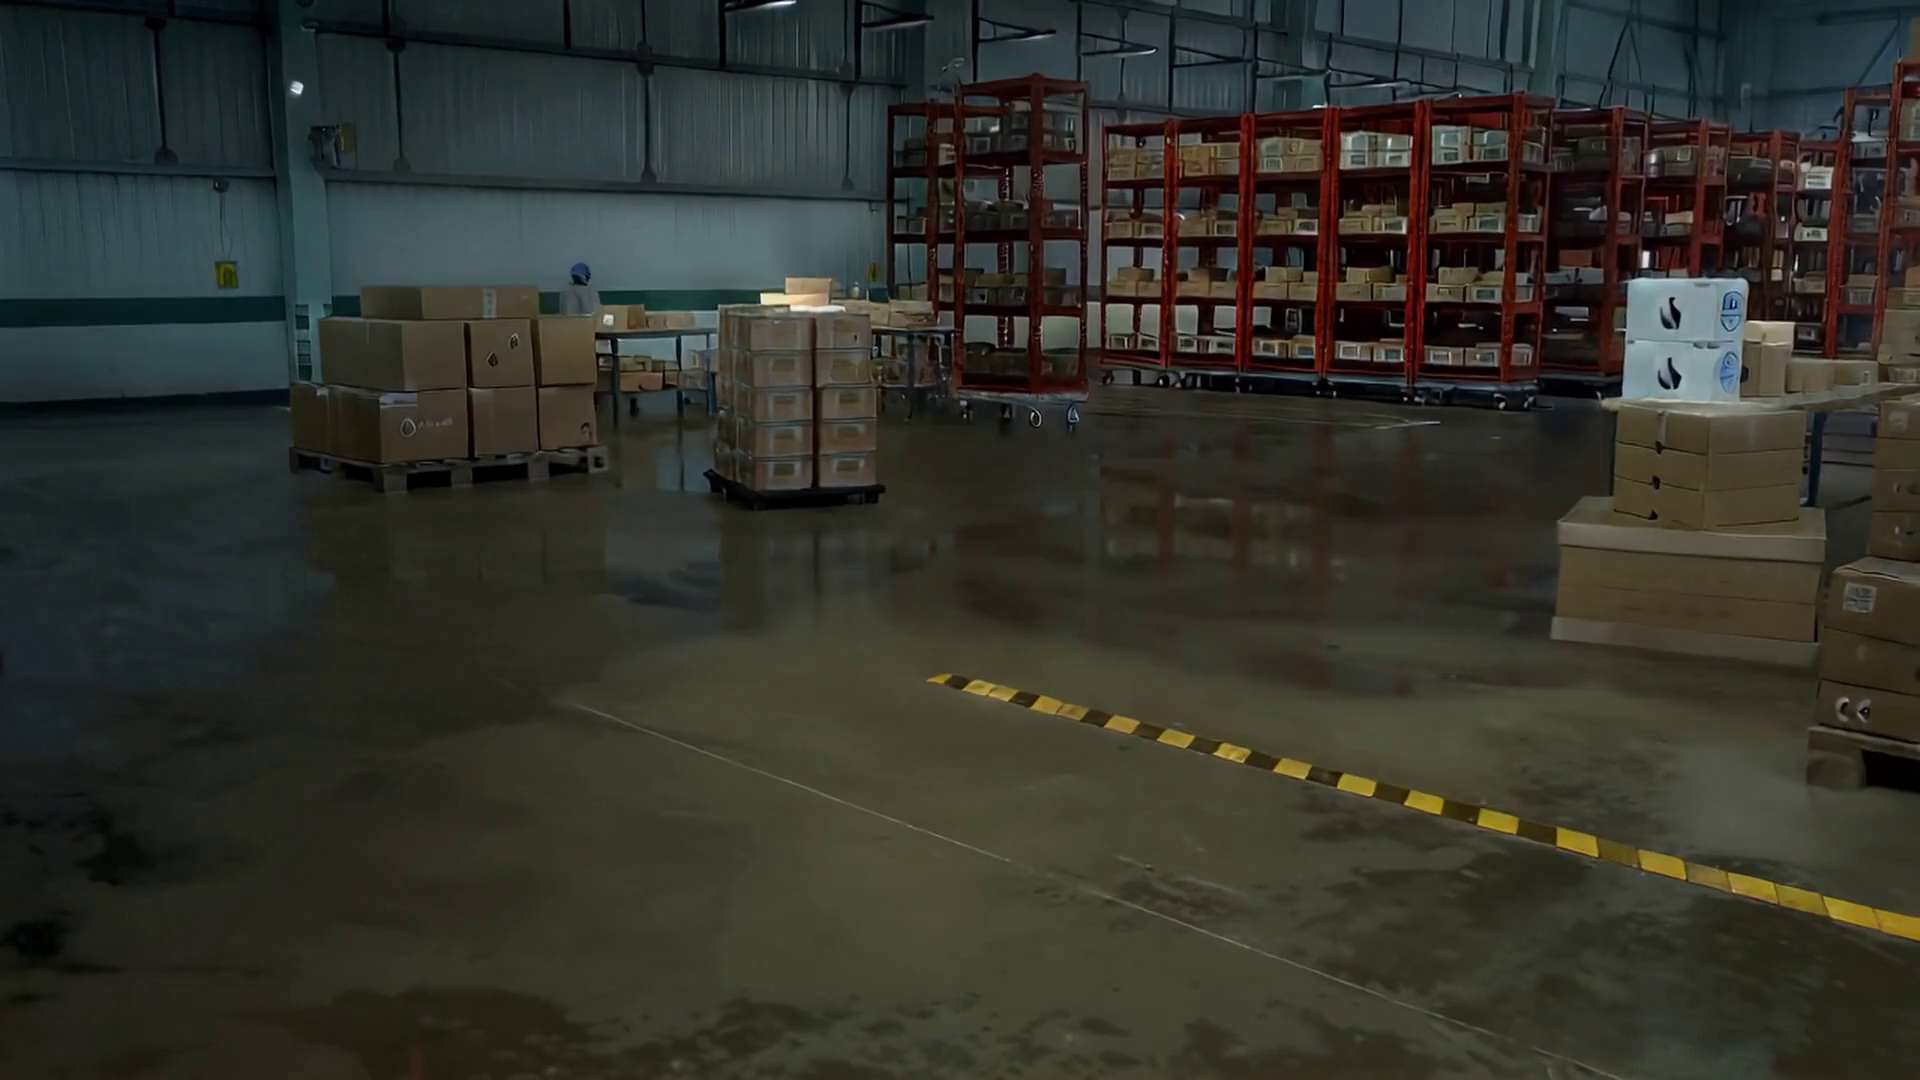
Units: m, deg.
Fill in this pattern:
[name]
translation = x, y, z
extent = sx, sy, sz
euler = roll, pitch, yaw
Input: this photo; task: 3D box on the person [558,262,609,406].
[person]
translation = -4.445, -2.379, 19.421
extent = 0.566, 1.718, 0.851
euler = 5, 11, 28
